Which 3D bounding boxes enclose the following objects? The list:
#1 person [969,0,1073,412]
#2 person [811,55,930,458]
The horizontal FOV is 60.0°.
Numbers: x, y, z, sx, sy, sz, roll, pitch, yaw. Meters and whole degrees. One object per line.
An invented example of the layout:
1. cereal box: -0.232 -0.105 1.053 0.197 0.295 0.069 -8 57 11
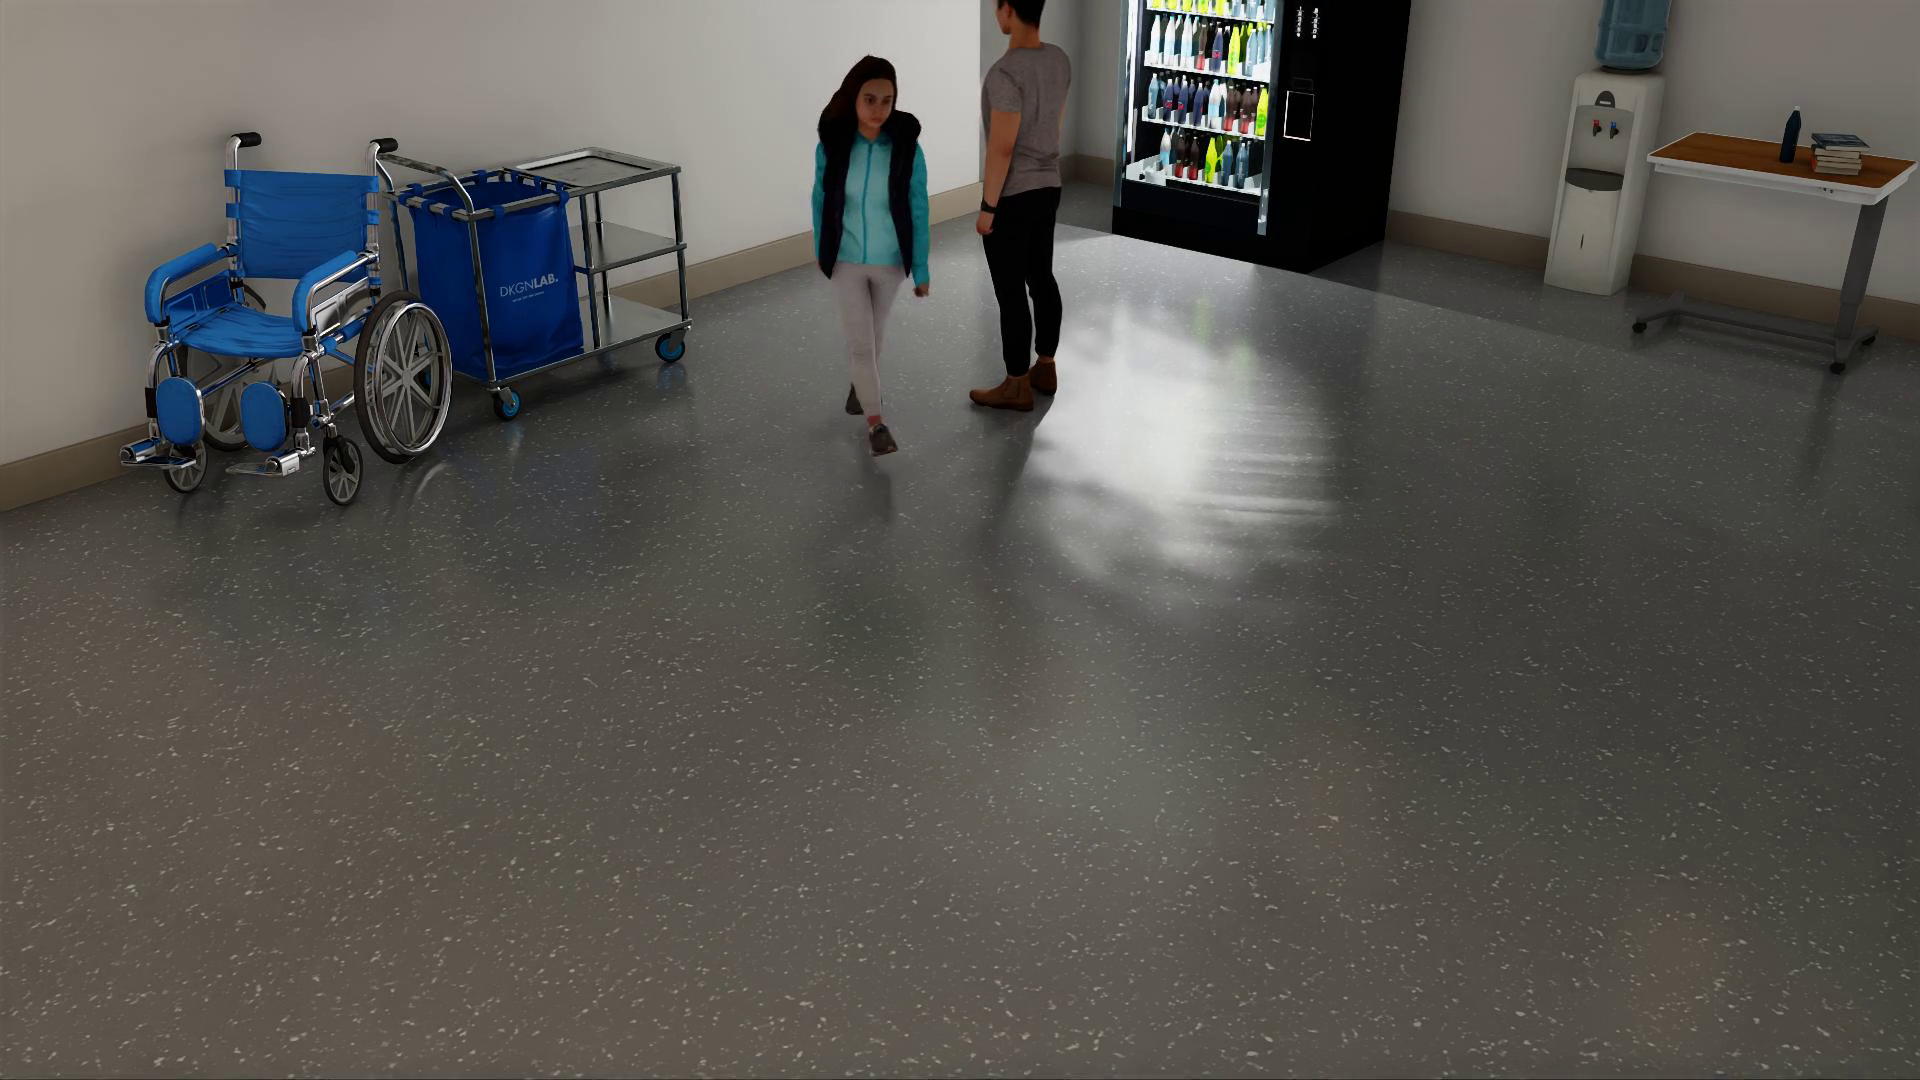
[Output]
1. person: 0.245 -1.360 6.507 0.527 1.712 0.608 18 31 33
2. person: -0.366 -1.064 6.209 0.973 1.438 1.079 -2 26 -5
